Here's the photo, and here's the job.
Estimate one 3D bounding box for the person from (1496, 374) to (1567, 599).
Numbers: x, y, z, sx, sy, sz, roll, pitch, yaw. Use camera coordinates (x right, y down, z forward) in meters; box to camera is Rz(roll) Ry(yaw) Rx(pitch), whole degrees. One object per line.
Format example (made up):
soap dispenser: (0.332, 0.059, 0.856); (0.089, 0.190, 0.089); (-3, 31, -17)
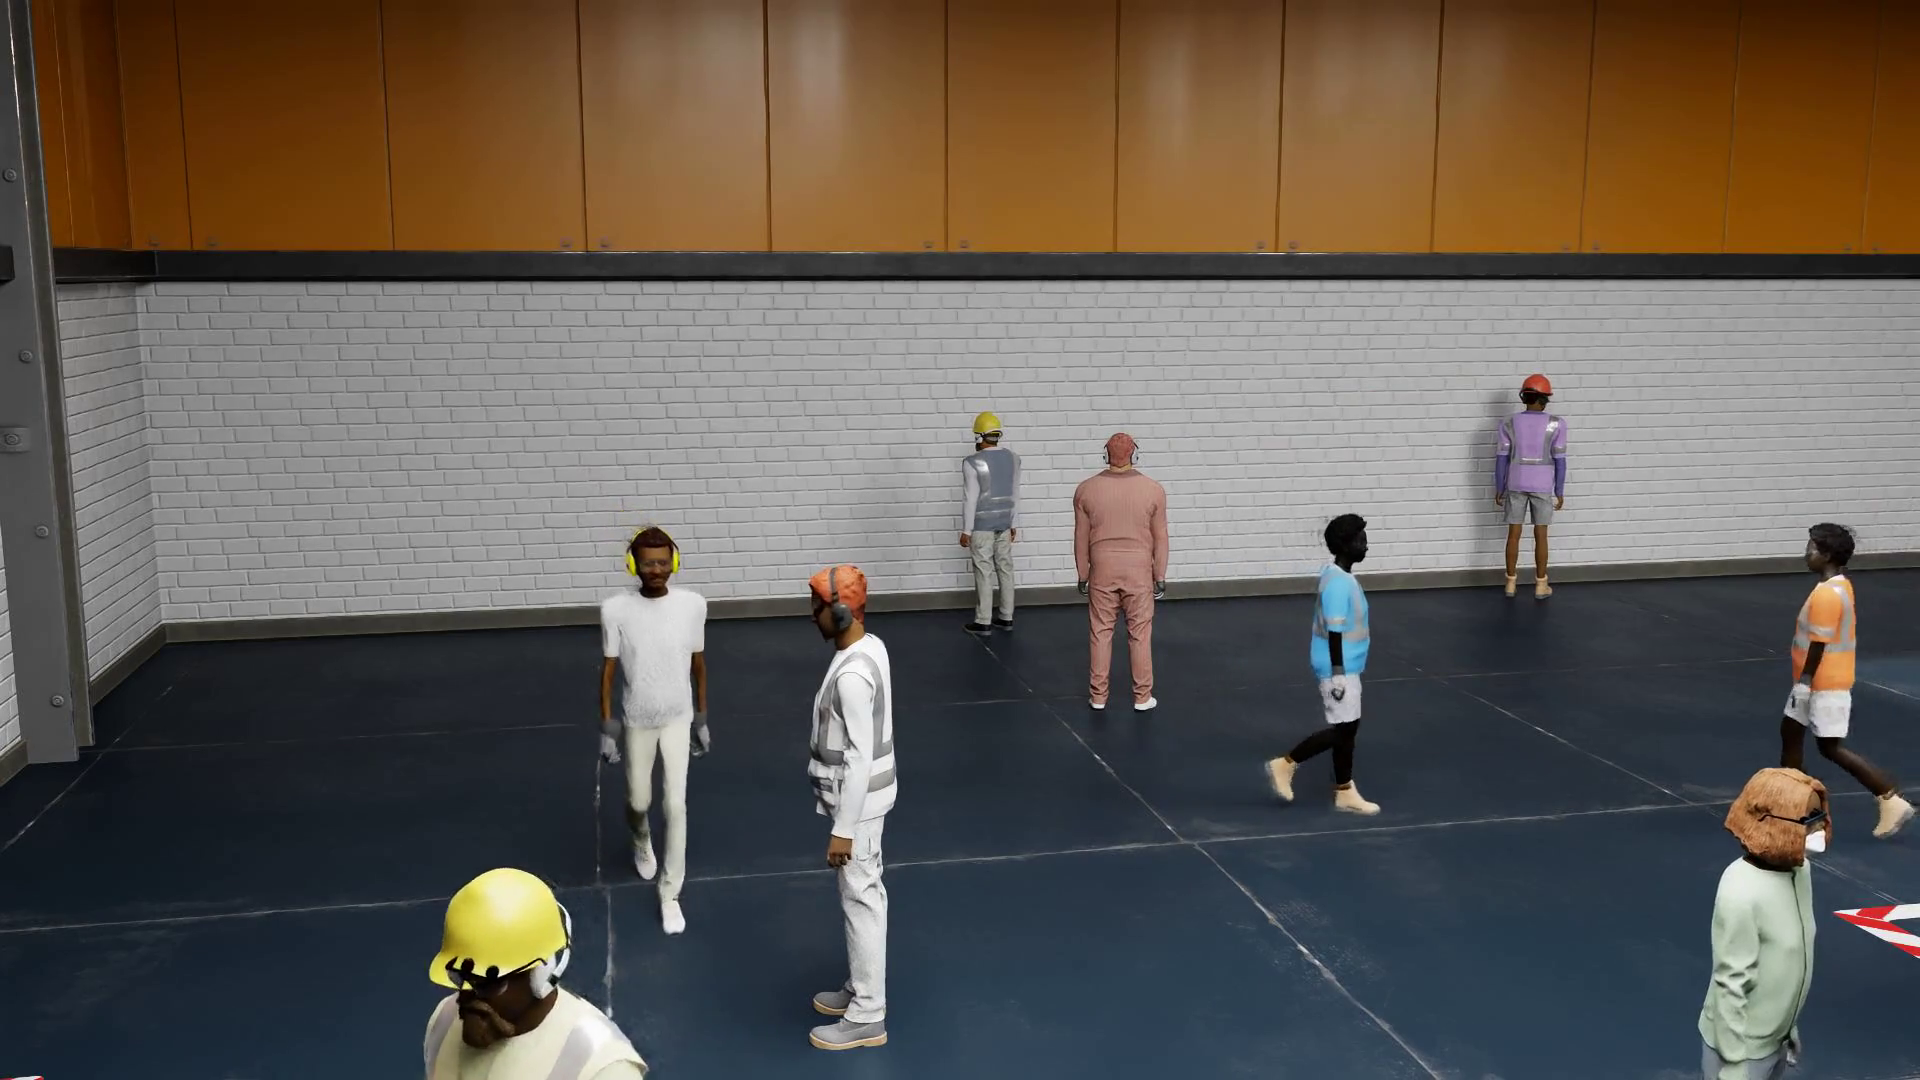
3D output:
person: (5.195, -0.489, 15.157); (0.611, 2.040, 0.393); (5, 11, 27)

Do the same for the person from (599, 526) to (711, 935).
person: (-1.429, 0.827, 7.766); (0.514, 1.845, 0.814); (-2, 10, -14)

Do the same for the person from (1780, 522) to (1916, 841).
person: (4.652, 0.741, 8.800); (0.784, 1.667, 0.537); (5, 11, 28)

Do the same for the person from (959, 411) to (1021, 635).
person: (0.231, -0.137, 13.643); (0.592, 1.833, 0.404); (-8, 12, -39)

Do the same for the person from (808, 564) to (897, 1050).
person: (-0.423, 1.019, 6.432); (0.355, 1.887, 0.574); (0, 9, 1)

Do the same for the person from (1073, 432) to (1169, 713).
person: (1.090, 0.221, 11.242); (0.643, 1.908, 0.411); (2, 9, 10)

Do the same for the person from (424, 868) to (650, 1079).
person: (-0.892, 1.540, 3.484); (0.602, 1.819, 0.646); (6, 11, 34)

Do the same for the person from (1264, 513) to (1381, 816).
person: (2.020, 0.683, 9.074); (0.542, 1.685, 0.546); (3, 10, 19)

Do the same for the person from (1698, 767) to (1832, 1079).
person: (2.253, 1.429, 4.700); (0.501, 1.633, 0.286); (-9, 13, -44)
